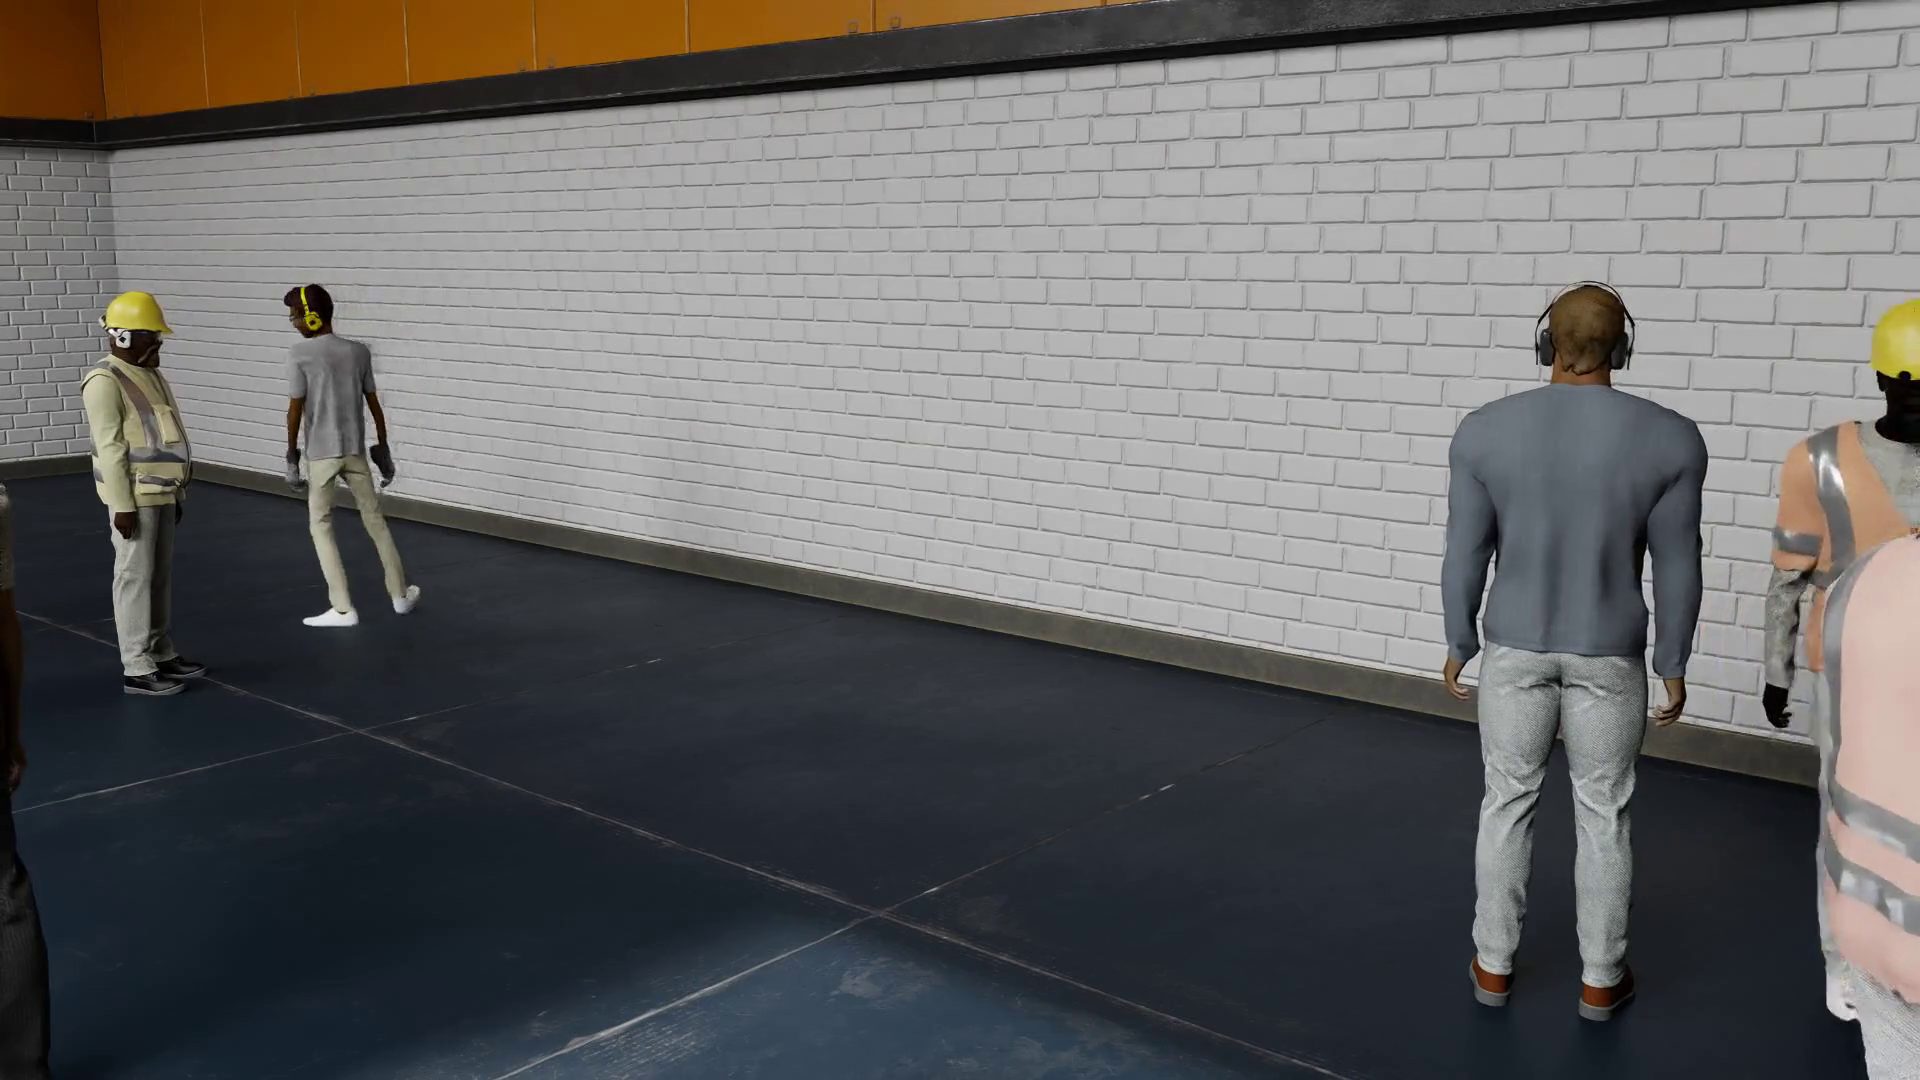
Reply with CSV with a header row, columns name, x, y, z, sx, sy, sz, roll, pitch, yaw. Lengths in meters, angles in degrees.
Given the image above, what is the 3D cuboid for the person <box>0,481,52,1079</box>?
name,x,y,z,sx,sy,sz,roll,pitch,yaw
person,-2.311,0.469,3.668,0.351,1.846,0.507,6,11,29

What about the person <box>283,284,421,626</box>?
name,x,y,z,sx,sy,sz,roll,pitch,yaw
person,-3.280,-0.457,8.984,0.328,1.838,0.756,8,13,39

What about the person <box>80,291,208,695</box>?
name,x,y,z,sx,sy,sz,roll,pitch,yaw
person,-3.723,-0.215,7.608,0.404,1.829,0.588,-1,10,-5

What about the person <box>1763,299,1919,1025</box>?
name,x,y,z,sx,sy,sz,roll,pitch,yaw
person,2.479,0.306,4.453,0.625,1.901,0.651,3,11,19

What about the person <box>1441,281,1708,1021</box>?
name,x,y,z,sx,sy,sz,roll,pitch,yaw
person,1.592,0.298,4.378,0.638,1.937,0.356,4,11,22

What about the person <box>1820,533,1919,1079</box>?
name,x,y,z,sx,sy,sz,roll,pitch,yaw
person,1.598,0.662,2.637,0.470,1.828,0.628,-2,10,-12
